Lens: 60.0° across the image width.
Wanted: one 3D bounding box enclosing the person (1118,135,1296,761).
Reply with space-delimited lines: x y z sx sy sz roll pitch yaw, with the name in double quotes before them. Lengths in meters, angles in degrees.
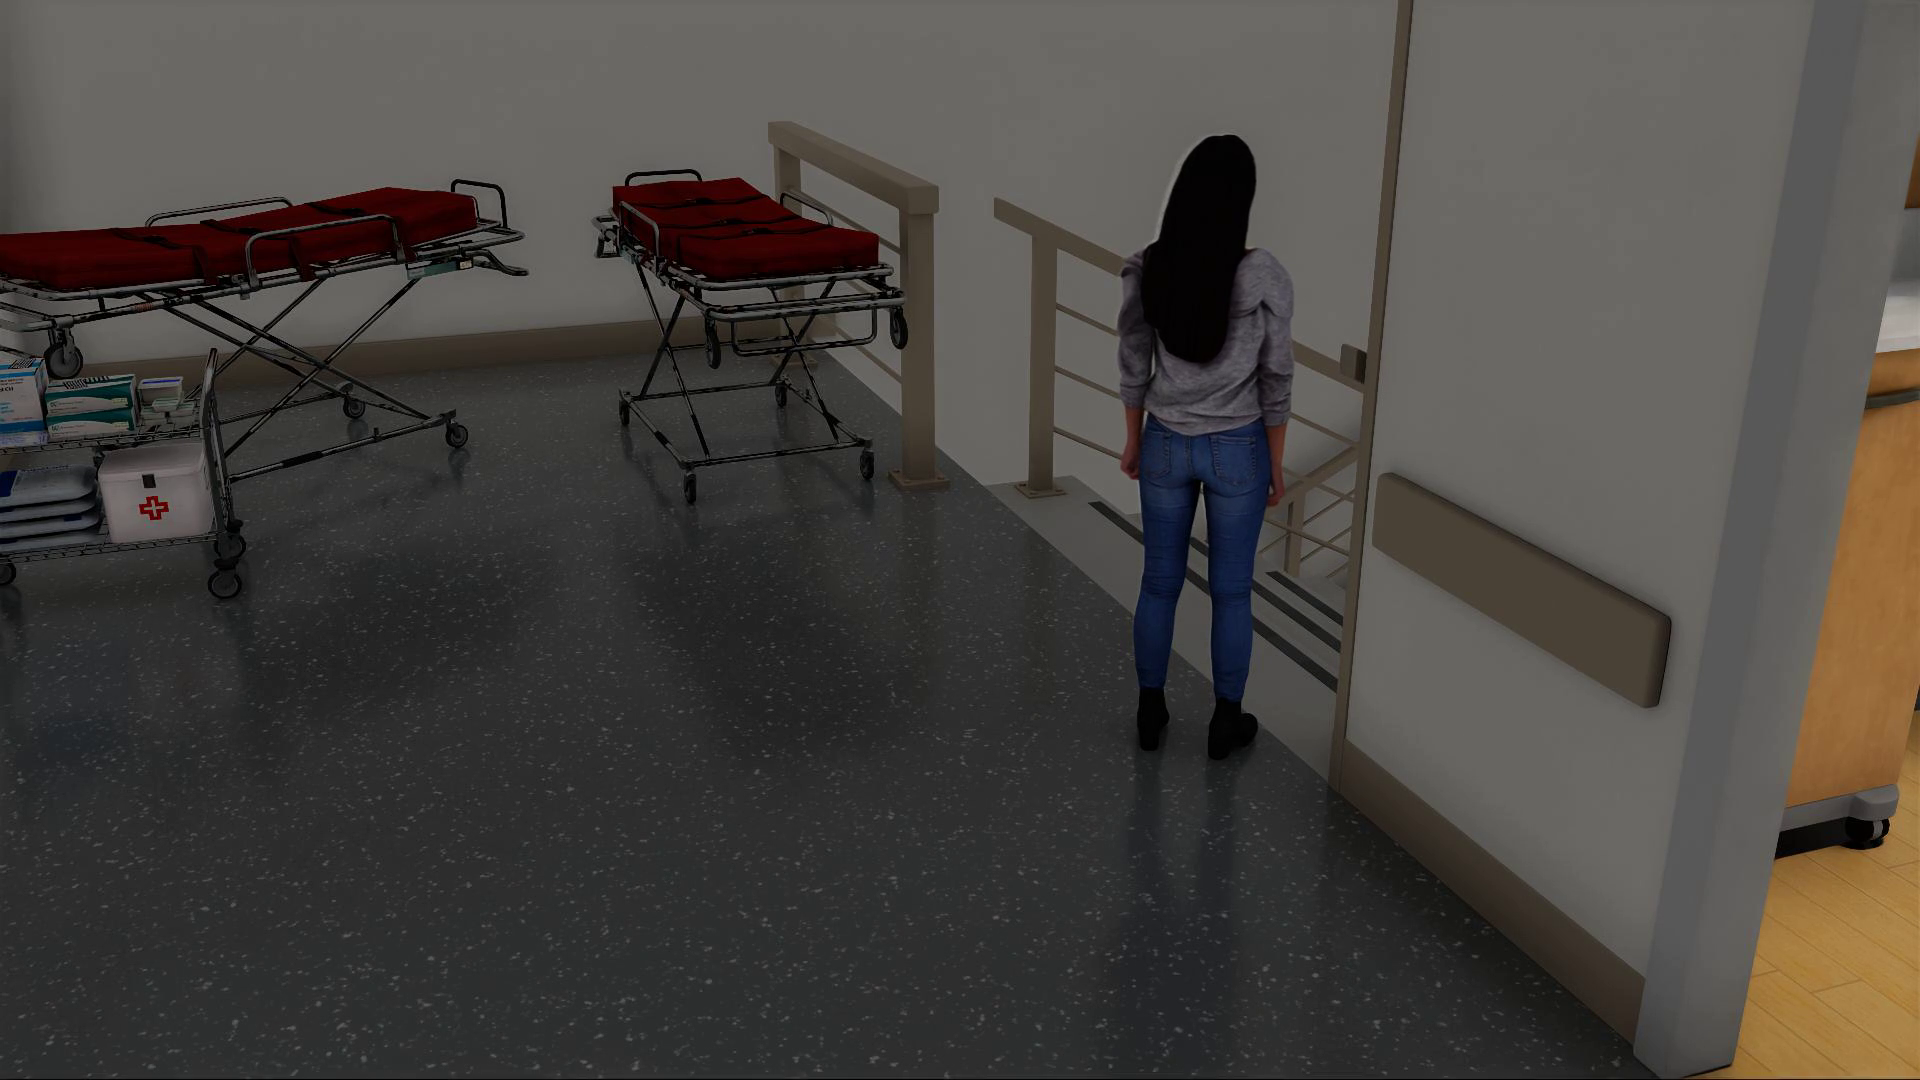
"person" 0.625 -0.216 4.282 0.673 1.633 0.717 8 22 19
